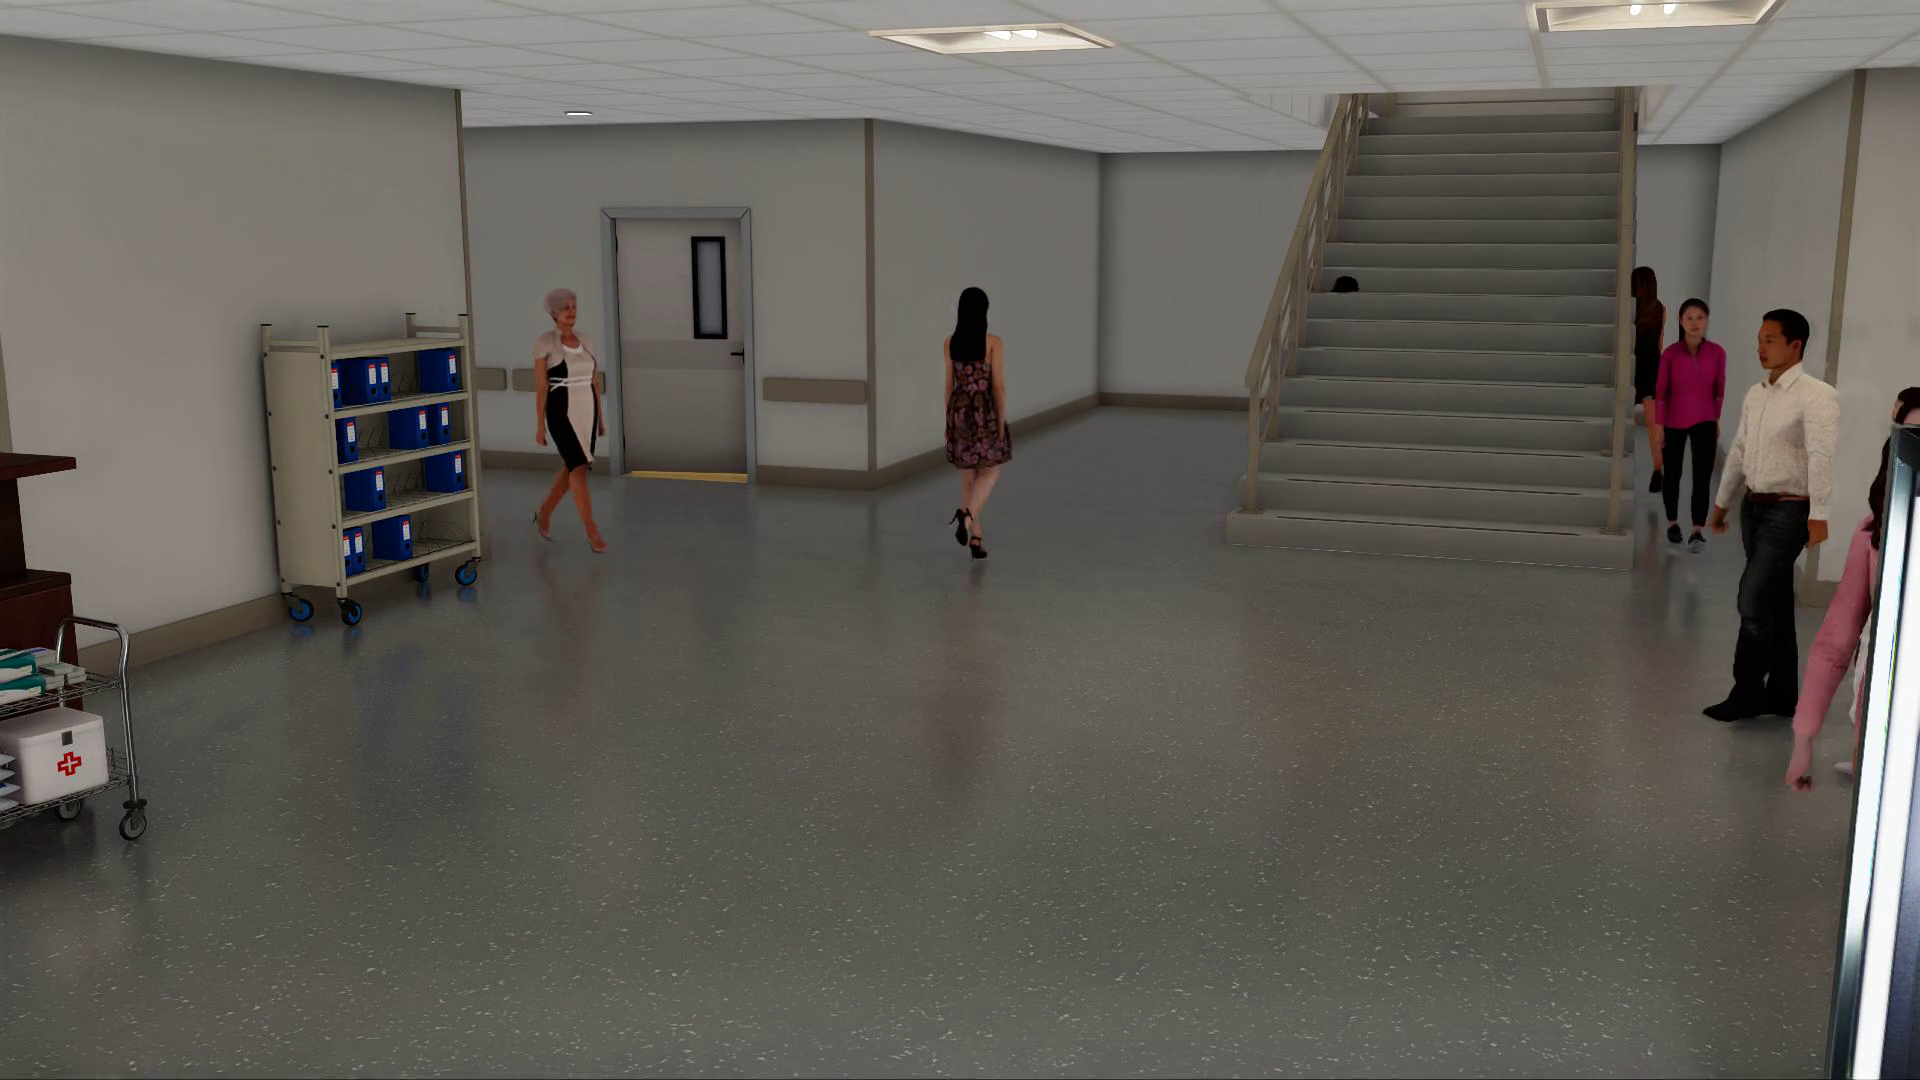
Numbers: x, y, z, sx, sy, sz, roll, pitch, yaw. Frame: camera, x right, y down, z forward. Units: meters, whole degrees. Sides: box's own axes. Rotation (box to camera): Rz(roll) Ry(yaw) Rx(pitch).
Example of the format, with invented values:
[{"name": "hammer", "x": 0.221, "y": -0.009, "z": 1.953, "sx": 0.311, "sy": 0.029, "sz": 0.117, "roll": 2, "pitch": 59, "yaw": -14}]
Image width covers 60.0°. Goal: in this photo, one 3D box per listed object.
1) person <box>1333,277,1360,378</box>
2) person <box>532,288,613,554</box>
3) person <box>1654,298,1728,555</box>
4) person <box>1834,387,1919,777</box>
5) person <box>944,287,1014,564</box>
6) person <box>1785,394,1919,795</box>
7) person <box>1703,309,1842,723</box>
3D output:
[{"name": "person", "x": 3.138, "y": -1.344, "z": 14.134, "sx": 0.715, "sy": 1.686, "sz": 1.048, "roll": 3, "pitch": 11, "yaw": 17}, {"name": "person", "x": -2.626, "y": -0.768, "z": 11.009, "sx": 0.901, "sy": 1.720, "sz": 1.070, "roll": 8, "pitch": 13, "yaw": 36}, {"name": "person", "x": 4.833, "y": -0.748, "z": 11.073, "sx": 0.630, "sy": 1.656, "sz": 1.078, "roll": 3, "pitch": 11, "yaw": 14}, {"name": "person", "x": 3.735, "y": 0.180, "z": 6.453, "sx": 0.737, "sy": 1.555, "sz": 0.729, "roll": 0, "pitch": 11, "yaw": 1}, {"name": "person", "x": 0.067, "y": -0.695, "z": 10.511, "sx": 0.615, "sy": 1.762, "sz": 0.863, "roll": 4, "pitch": 11, "yaw": 19}, {"name": "person", "x": 2.444, "y": 0.519, "z": 4.092, "sx": 1.054, "sy": 1.770, "sz": 0.958, "roll": -7, "pitch": 13, "yaw": -34}, {"name": "person", "x": 3.640, "y": -0.094, "z": 7.243, "sx": 0.907, "sy": 1.800, "sz": 0.851, "roll": -2, "pitch": 11, "yaw": -9}]
